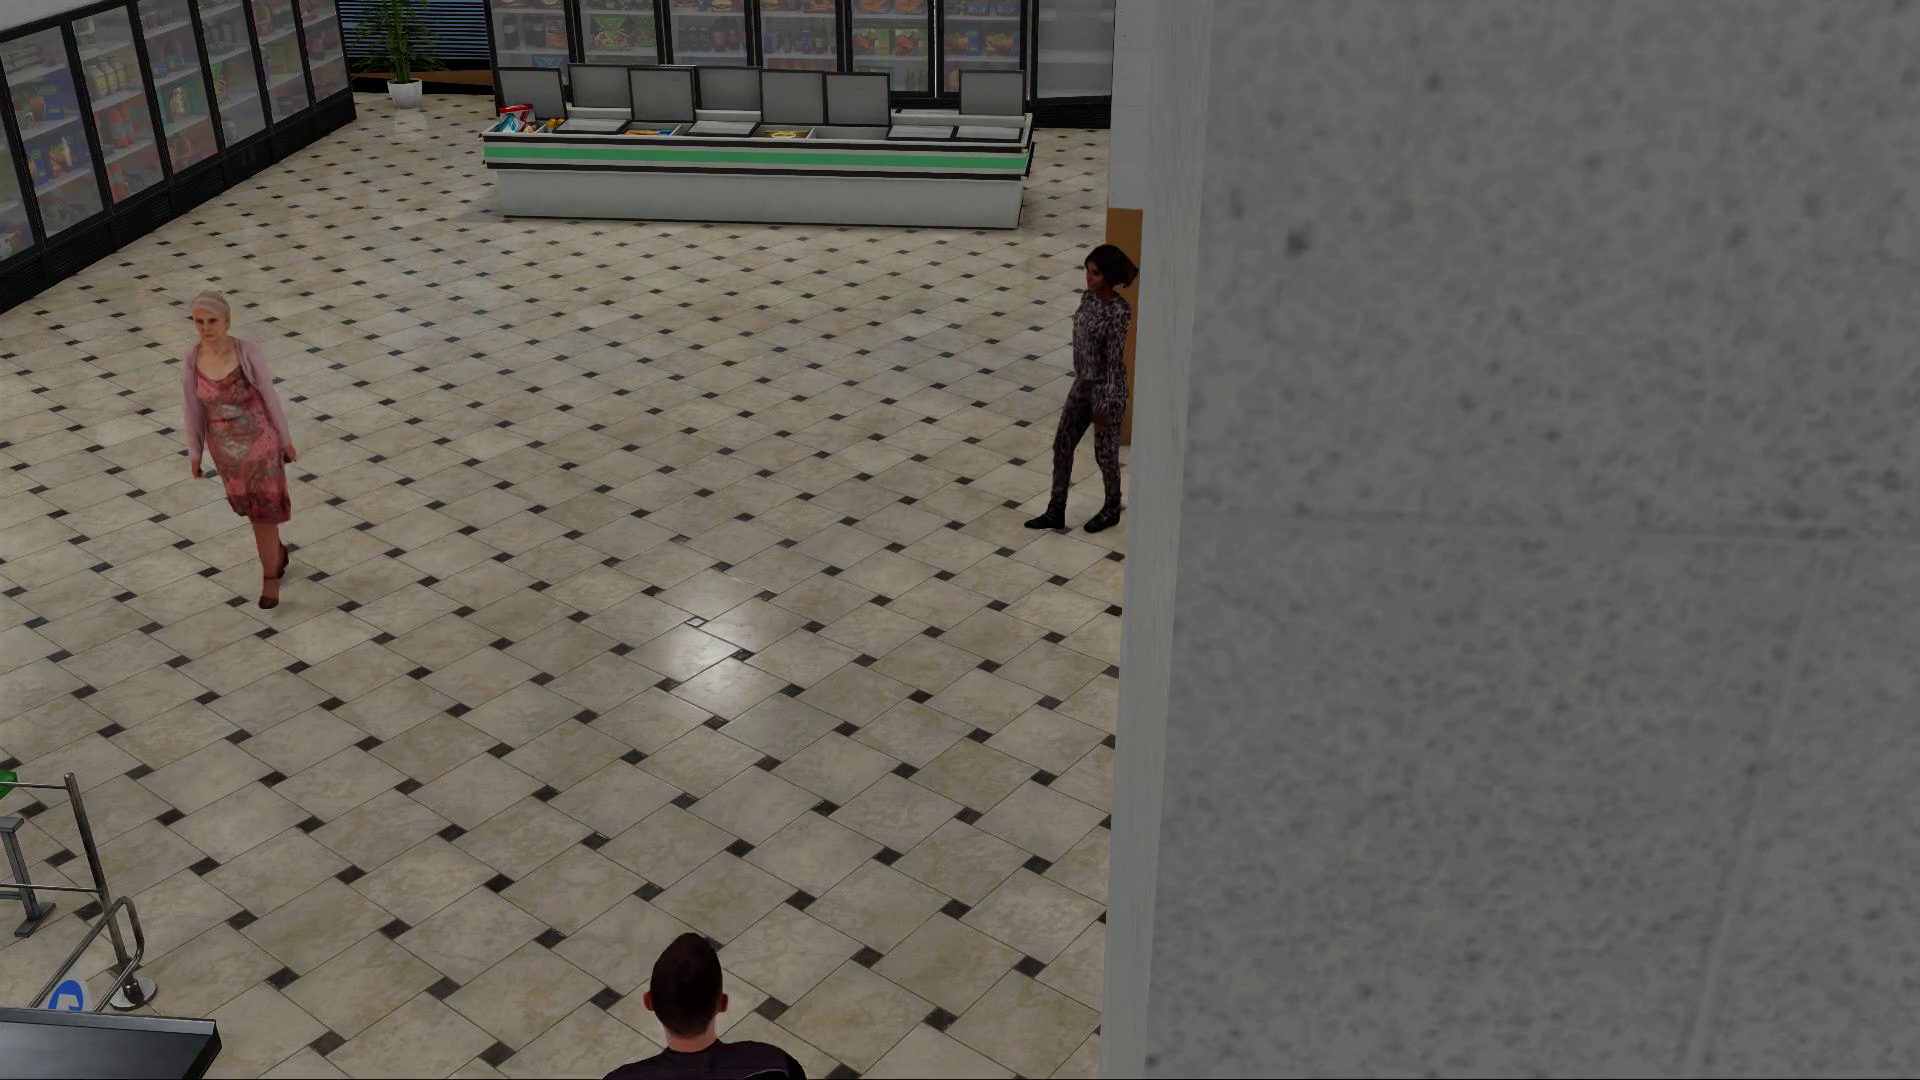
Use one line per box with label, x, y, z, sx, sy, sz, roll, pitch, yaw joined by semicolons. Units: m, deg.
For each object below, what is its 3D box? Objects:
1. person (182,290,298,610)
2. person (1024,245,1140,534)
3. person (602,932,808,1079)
person;-3.746;-0.526;8.754;0.877;1.668;0.764;-2;27;-3
person;0.846;-0.827;9.311;0.938;1.701;0.841;-14;30;-25
person;-0.593;1.781;4.033;0.665;1.823;0.789;-2;27;-4
